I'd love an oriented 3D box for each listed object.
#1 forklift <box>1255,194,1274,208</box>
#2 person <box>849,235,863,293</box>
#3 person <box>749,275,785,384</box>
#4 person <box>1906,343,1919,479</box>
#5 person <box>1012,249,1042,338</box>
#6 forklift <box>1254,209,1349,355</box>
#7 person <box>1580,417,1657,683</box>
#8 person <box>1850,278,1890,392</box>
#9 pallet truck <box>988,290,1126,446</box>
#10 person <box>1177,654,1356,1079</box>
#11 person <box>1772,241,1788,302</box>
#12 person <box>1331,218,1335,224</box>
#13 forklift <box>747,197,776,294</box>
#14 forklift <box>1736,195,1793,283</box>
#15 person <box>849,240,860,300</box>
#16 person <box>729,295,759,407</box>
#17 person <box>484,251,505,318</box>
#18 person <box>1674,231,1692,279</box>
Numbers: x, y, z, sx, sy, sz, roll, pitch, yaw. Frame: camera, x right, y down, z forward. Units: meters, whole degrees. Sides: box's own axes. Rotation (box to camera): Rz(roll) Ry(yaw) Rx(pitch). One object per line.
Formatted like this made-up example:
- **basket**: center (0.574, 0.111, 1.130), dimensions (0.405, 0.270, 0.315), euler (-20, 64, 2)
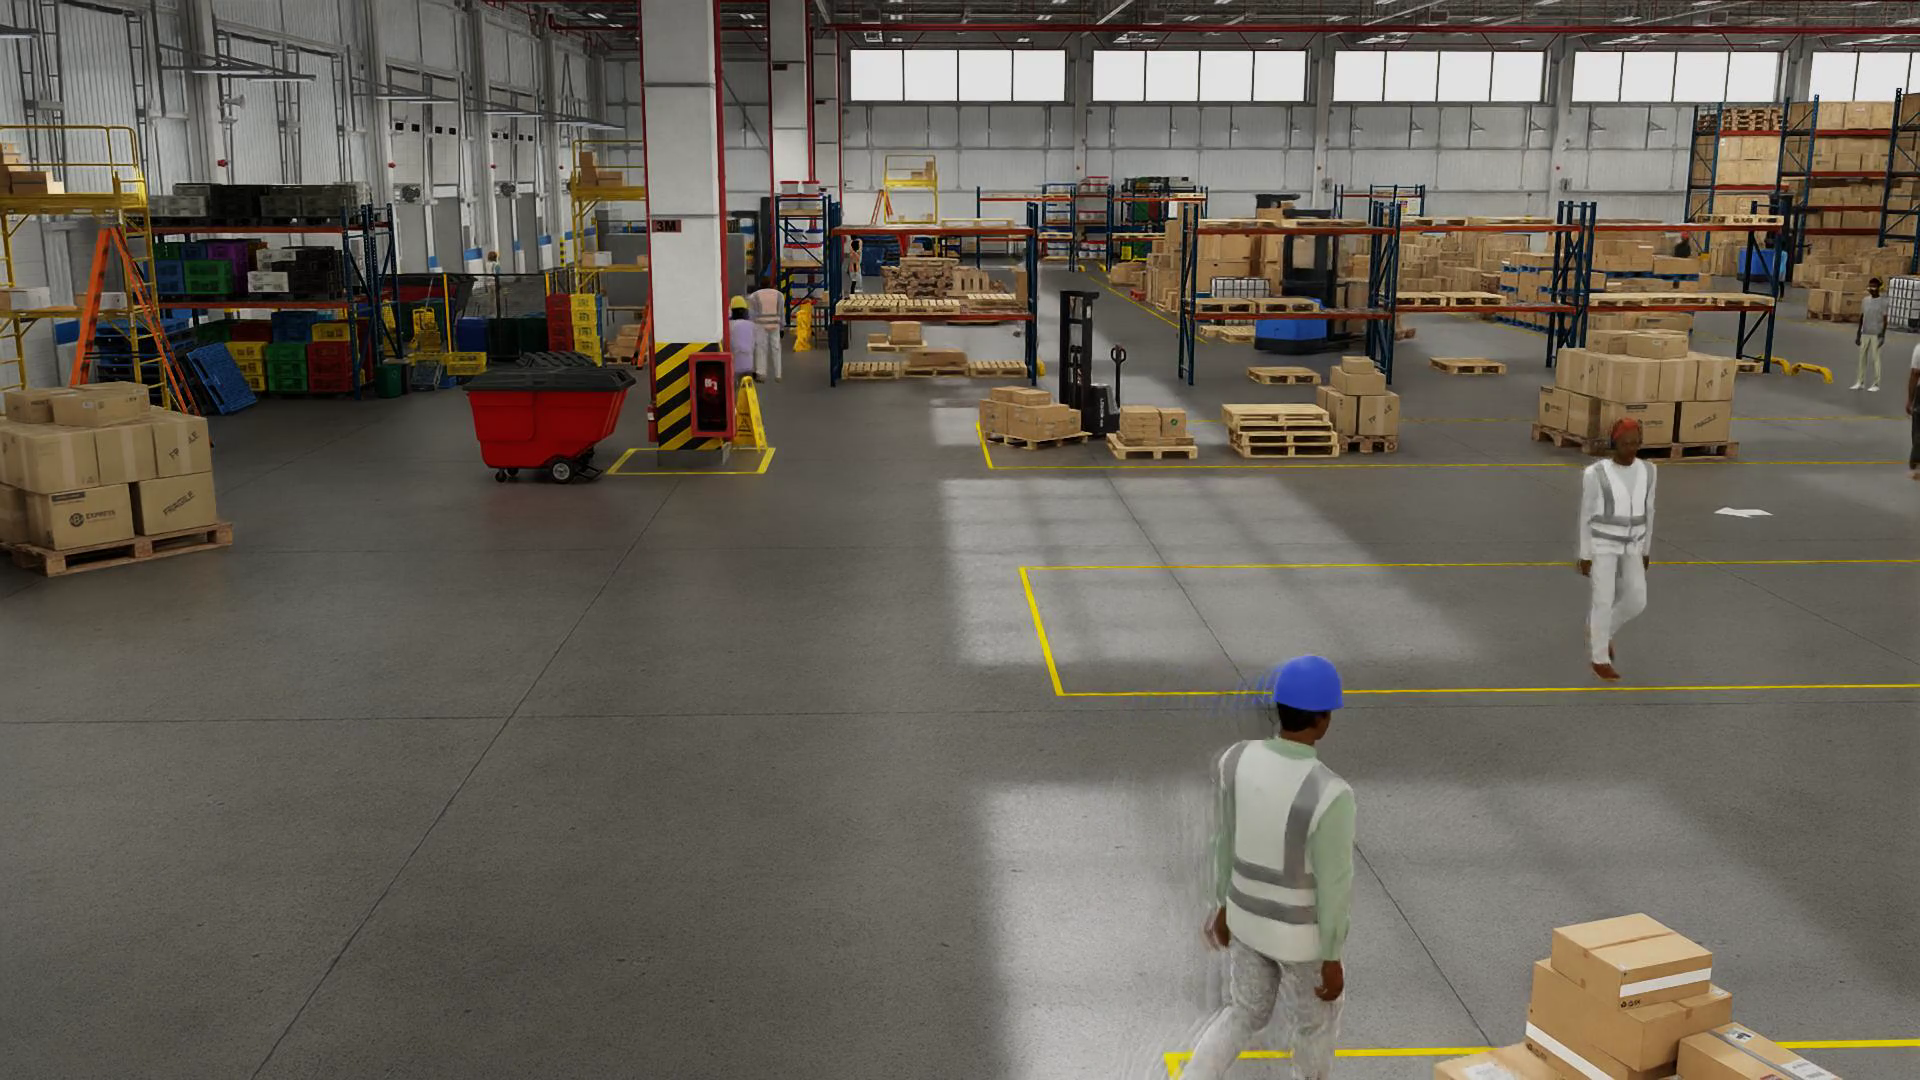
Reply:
- **forklift**: center (9.979, -9.959, 54.685), dimensions (1.873, 2.768, 1.129), euler (7, 14, 27)
- **person**: center (-3.128, -8.335, 49.559), dimensions (0.391, 1.919, 0.581), euler (-11, 16, -40)
- **person**: center (-3.284, -3.580, 28.257), dimensions (0.625, 1.840, 0.430), euler (-5, 14, -23)
- **person**: center (11.295, -1.665, 19.149), dimensions (0.698, 2.000, 0.871), euler (6, 14, 26)
- **person**: center (1.439, -5.319, 35.967), dimensions (0.652, 1.888, 0.994), euler (5, 13, 22)
- **forklift**: center (6.817, -5.166, 33.043), dimensions (1.129, 2.768, 1.873), euler (12, 17, 43)
- **person**: center (4.613, 0.059, 11.746), dimensions (0.579, 1.874, 0.457), euler (-3, 13, -11)
- **person**: center (14.914, -3.356, 27.215), dimensions (0.333, 1.861, 0.501), euler (-6, 14, -26)
- **pallet truck**: center (1.257, -2.299, 22.111), dimensions (1.885, 1.965, 0.823), euler (-9, 15, -35)
- **person**: center (1.076, 1.349, 5.843), dimensions (0.803, 1.916, 0.612), euler (-9, 15, -34)
- **person**: center (22.583, -7.409, 45.863), dimensions (0.540, 1.696, 0.317), euler (-8, 15, -32)
- **person**: center (13.210, -10.536, 59.506), dimensions (0.838, 1.903, 0.553), euler (-11, 16, -40)
- **forklift**: center (-5.580, -8.610, 48.596), dimensions (1.873, 2.768, 1.129), euler (0, 12, -2)
- **forklift**: center (26.195, -9.671, 53.388), dimensions (1.873, 2.768, 1.129), euler (0, 12, -2)
- **person**: center (-2.914, -7.442, 46.036), dimensions (0.321, 1.689, 0.530), euler (-1, 13, -6)
- **person**: center (-2.976, -2.354, 22.562), dimensions (0.607, 1.908, 0.489), euler (-11, 17, -41)
- **person**: center (-11.472, -6.268, 40.873), dimensions (0.525, 1.632, 0.318), euler (9, 16, 36)
- **person**: center (19.947, -7.551, 45.977), dimensions (0.615, 1.945, 1.043), euler (-4, 13, -18)
